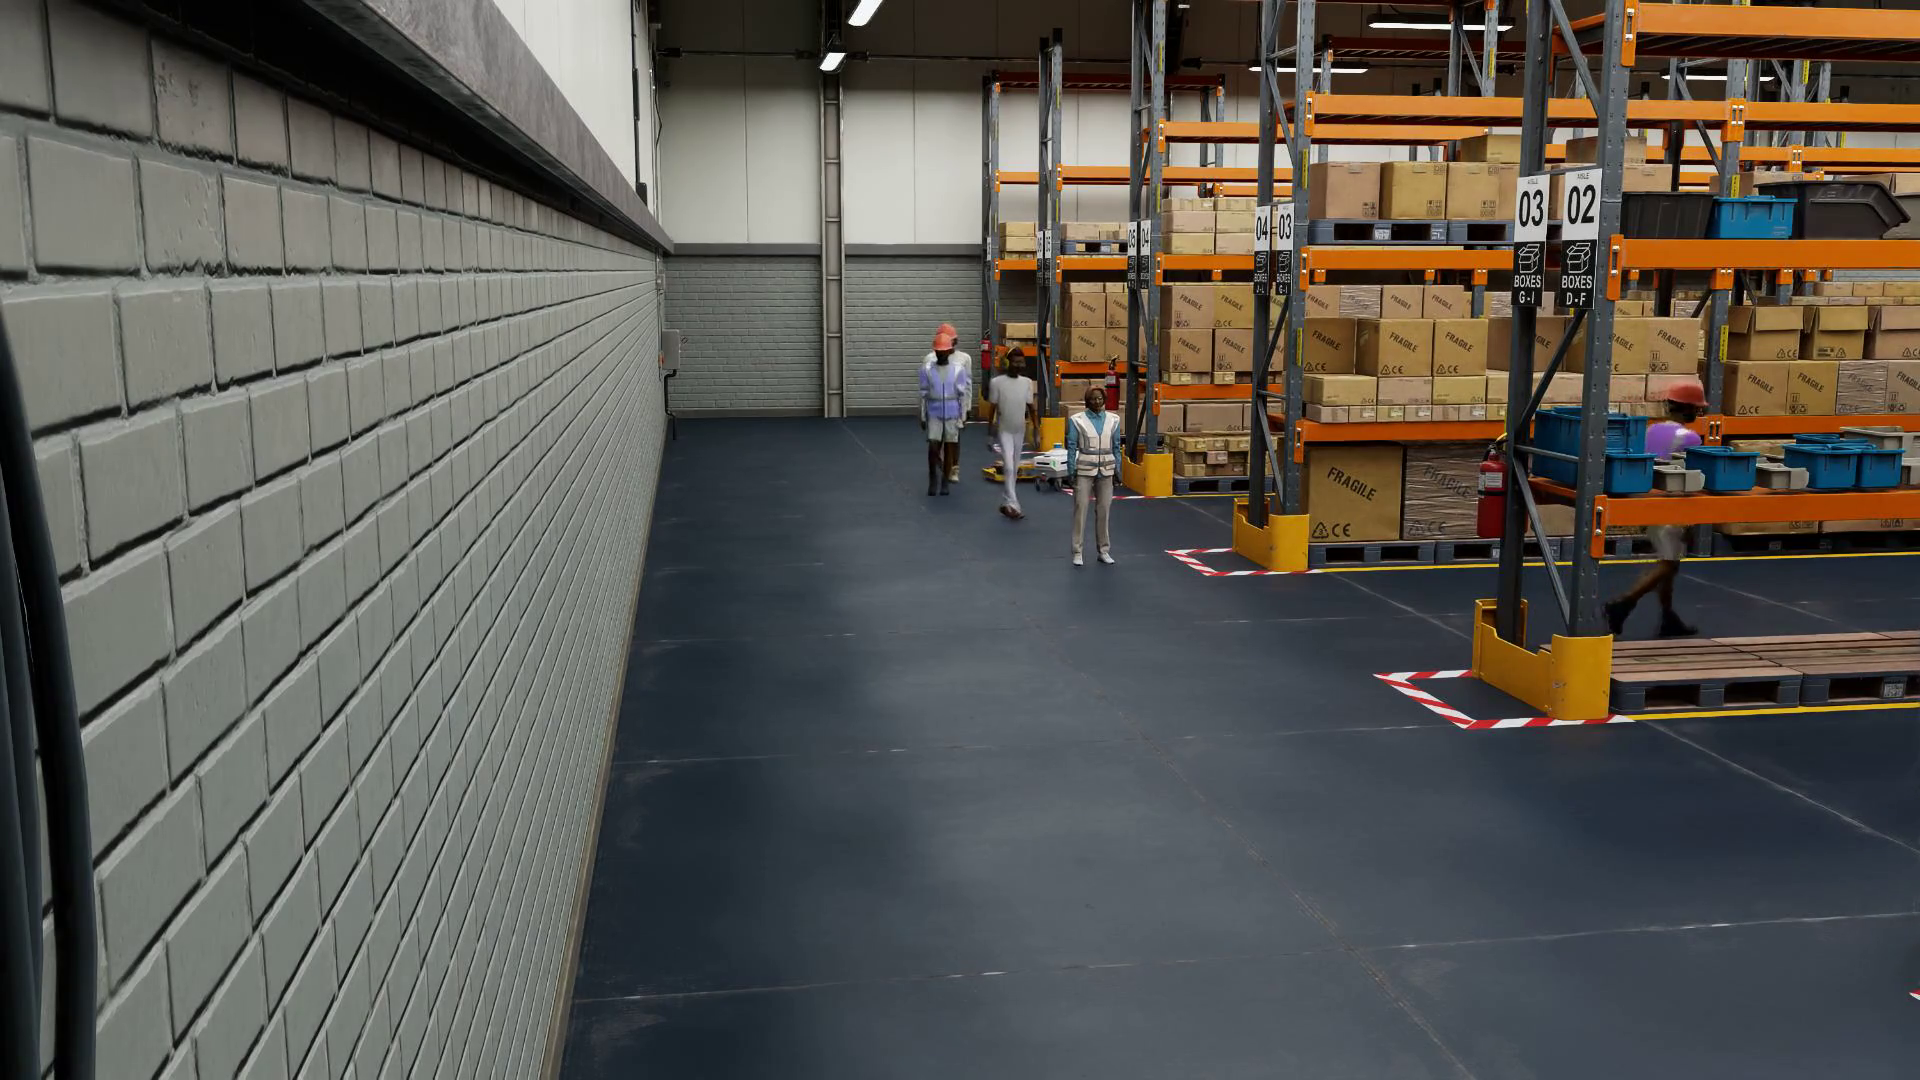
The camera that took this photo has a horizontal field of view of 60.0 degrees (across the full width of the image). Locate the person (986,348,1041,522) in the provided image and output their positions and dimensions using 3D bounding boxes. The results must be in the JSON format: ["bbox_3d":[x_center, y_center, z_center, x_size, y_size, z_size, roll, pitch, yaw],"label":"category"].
[{"bbox_3d":[0.600,-1.118,17.683,0.554,1.830,0.806,-4,10,-26],"label":"person"}]

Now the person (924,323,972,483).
[{"bbox_3d":[-0.164,-1.747,21.058,0.618,2.013,0.820,-1,9,-6],"label":"person"}]

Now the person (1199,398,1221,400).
[{"bbox_3d":[4.100,-2.554,26.409,0.913,1.866,0.680,-1,9,-8],"label":"person"}]

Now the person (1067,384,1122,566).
[{"bbox_3d":[1.212,-0.588,15.009,0.524,1.639,0.308,-3,10,-15],"label":"person"}]

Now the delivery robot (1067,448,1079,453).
[{"bbox_3d":[1.636,-0.990,20.533,0.477,0.478,0.707,-9,12,-42],"label":"delivery robot"}]

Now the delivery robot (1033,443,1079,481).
[{"bbox_3d":[1.188,-0.931,20.171,0.477,0.478,0.707,6,11,34],"label":"delivery robot"}]

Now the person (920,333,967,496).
[{"bbox_3d":[-0.189,-1.459,19.514,0.556,1.914,0.593,-1,9,-4],"label":"person"}]

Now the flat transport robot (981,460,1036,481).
[{"bbox_3d":[1.046,-0.906,21.176,1.431,0.197,0.652,-3,10,-15],"label":"flat transport robot"}]

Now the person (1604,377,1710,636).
[{"bbox_3d":[4.991,-0.208,11.874,0.791,1.912,0.554,-2,10,-14],"label":"person"}]
